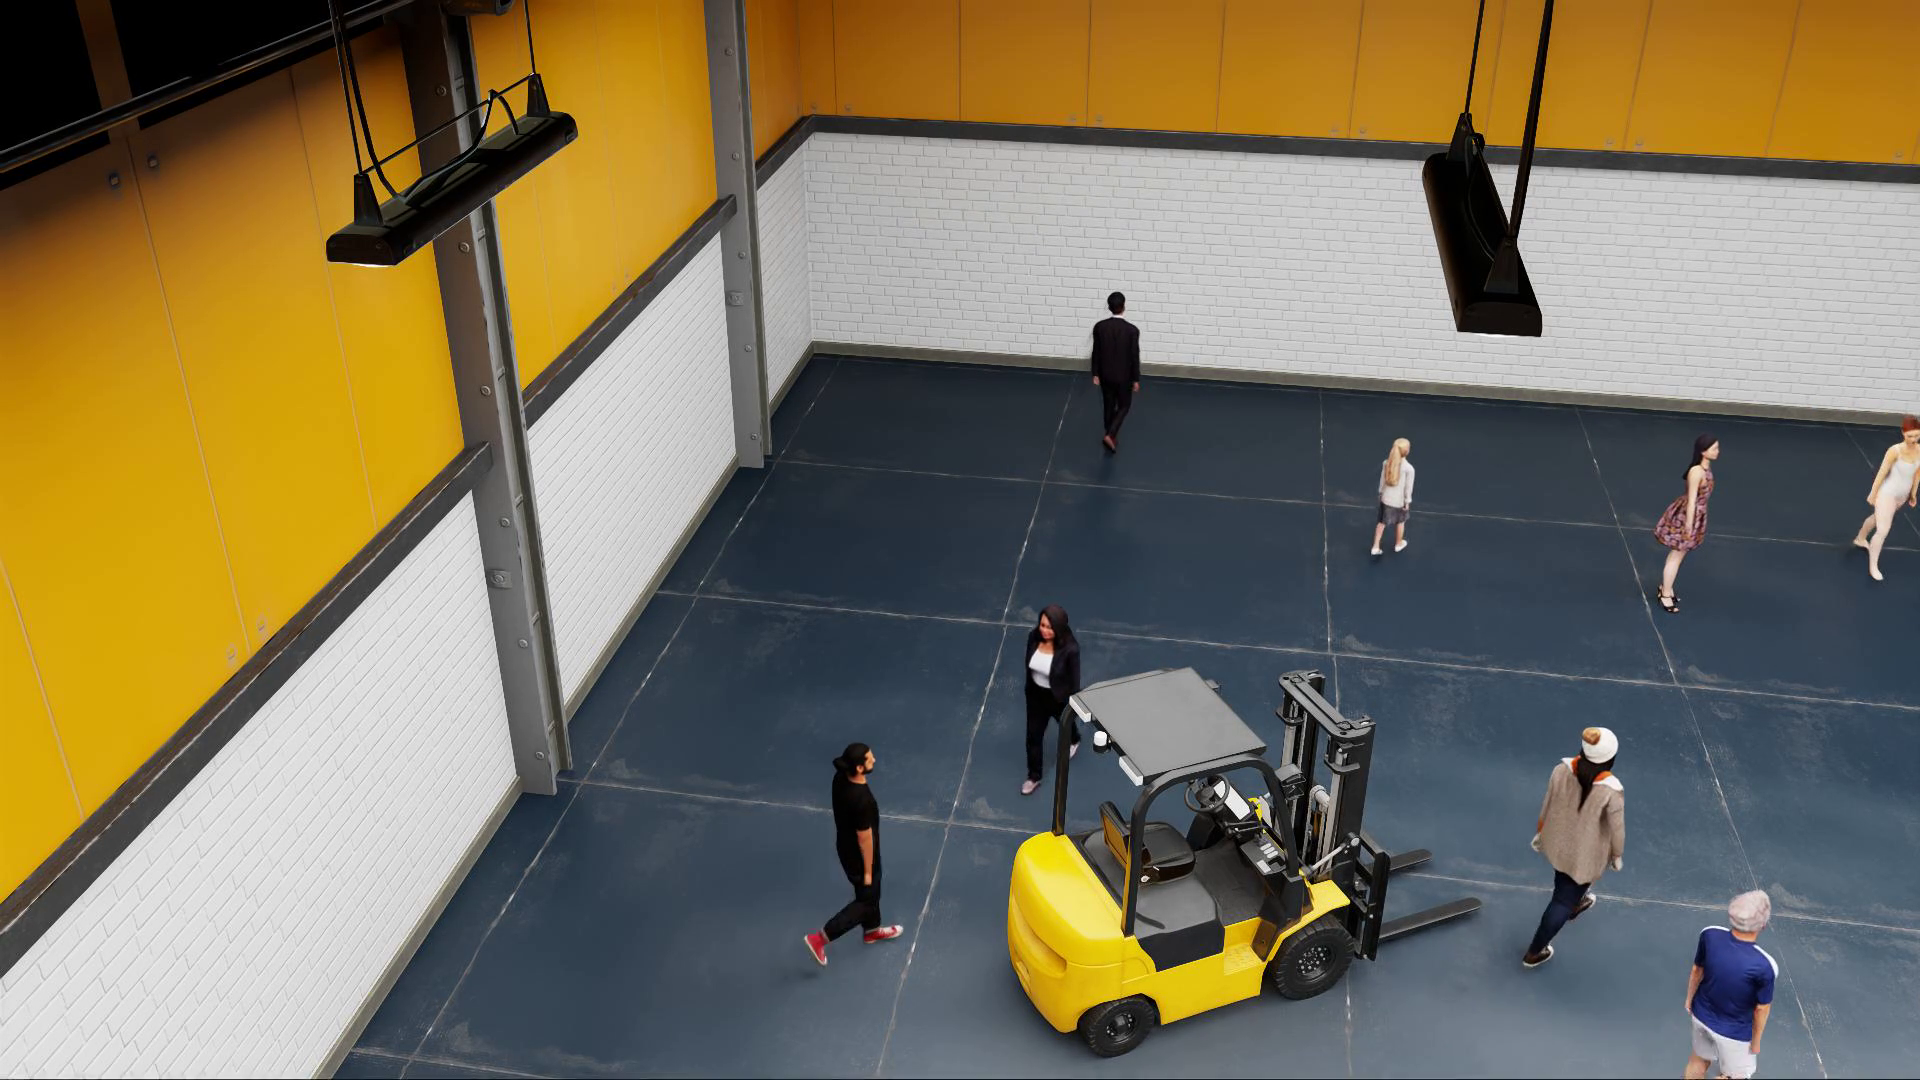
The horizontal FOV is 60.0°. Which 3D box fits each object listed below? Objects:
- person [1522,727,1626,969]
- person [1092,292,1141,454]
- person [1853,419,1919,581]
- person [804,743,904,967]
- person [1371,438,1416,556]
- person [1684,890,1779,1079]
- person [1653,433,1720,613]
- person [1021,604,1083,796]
[{"bbox_3d":[4.098,2.084,11.211,1.235,1.844,1.173,-19,34,-31],"label":"person"},{"bbox_3d":[1.678,-1.782,18.276,0.837,1.865,0.933,12,31,22],"label":"person"},{"bbox_3d":[9.010,-0.468,16.137,0.879,1.607,1.036,-11,30,-19],"label":"person"},{"bbox_3d":[-0.754,2.133,11.229,1.024,1.741,1.038,-13,31,-22],"label":"person"},{"bbox_3d":[4.252,-0.403,16.375,0.727,1.263,0.849,21,35,33],"label":"person"},{"bbox_3d":[4.462,2.863,9.805,0.990,1.823,0.933,-18,34,-30],"label":"person"},{"bbox_3d":[6.753,-0.174,15.423,0.827,1.774,0.733,16,32,27],"label":"person"},{"bbox_3d":[0.770,1.189,13.123,0.876,1.582,1.168,14,32,24],"label":"person"}]
